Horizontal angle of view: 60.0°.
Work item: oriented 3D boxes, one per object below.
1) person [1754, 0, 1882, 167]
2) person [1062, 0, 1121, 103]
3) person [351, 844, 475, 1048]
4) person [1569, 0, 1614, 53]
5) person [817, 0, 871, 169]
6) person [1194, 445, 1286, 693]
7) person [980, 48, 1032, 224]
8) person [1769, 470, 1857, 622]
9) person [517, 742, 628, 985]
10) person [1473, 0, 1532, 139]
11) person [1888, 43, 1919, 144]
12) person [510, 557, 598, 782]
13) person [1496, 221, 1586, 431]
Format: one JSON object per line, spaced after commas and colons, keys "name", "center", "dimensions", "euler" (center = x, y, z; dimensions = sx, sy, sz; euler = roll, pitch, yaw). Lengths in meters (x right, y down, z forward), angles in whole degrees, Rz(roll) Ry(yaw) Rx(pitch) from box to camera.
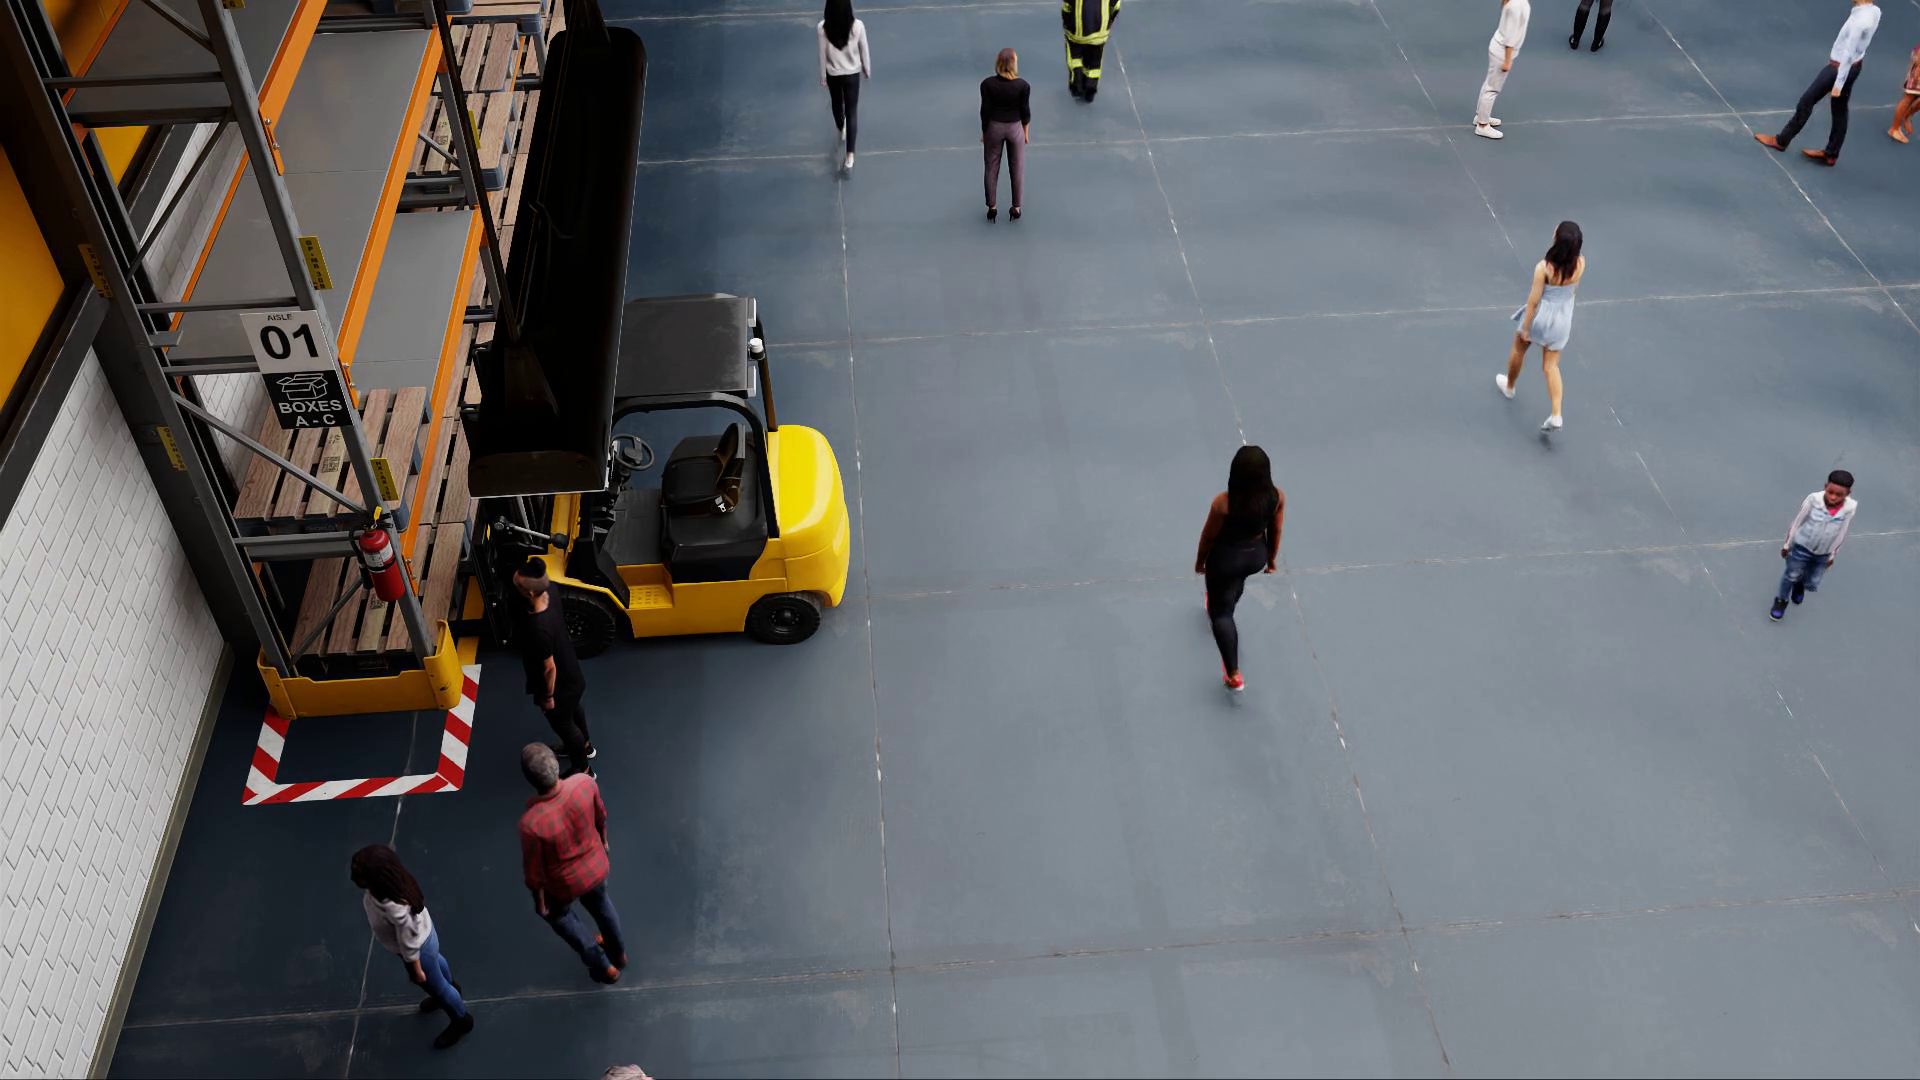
{"name": "person", "center": [8.189, -4.256, 15.313], "dimensions": [1.101, 1.764, 1.034], "euler": [31, 52, 29]}
{"name": "person", "center": [1.272, -5.121, 16.188], "dimensions": [0.735, 1.809, 0.757], "euler": [-3, 44, -3]}
{"name": "person", "center": [-2.865, 2.094, 8.745], "dimensions": [0.730, 1.629, 0.598], "euler": [-22, 48, -21]}
{"name": "person", "center": [6.604, -5.851, 17.044], "dimensions": [0.681, 1.687, 0.677], "euler": [14, 45, 14]}
{"name": "person", "center": [-1.075, -4.252, 15.384], "dimensions": [0.667, 1.660, 1.136], "euler": [-1, 44, -2]}
{"name": "person", "center": [1.787, 0.182, 10.642], "dimensions": [0.763, 1.781, 1.206], "euler": [-9, 44, -9]}
{"name": "person", "center": [0.393, -3.547, 14.636], "dimensions": [0.615, 1.672, 0.552], "euler": [1, 44, 1]}
{"name": "person", "center": [5.769, -0.004, 11.224], "dimensions": [0.625, 1.247, 0.702], "euler": [18, 46, 18]}
{"name": "person", "center": [-2.021, 1.815, 8.907], "dimensions": [0.958, 1.811, 0.896], "euler": [32, 52, 29]}
{"name": "person", "center": [5.172, -4.662, 15.794], "dimensions": [0.721, 1.688, 0.576], "euler": [9, 44, 9]}
{"name": "person", "center": [9.131, -4.584, 15.749], "dimensions": [0.750, 1.638, 0.735], "euler": [-17, 46, -17]}
{"name": "person", "center": [-2.438, 0.779, 9.955], "dimensions": [0.750, 1.865, 0.522], "euler": [-6, 44, -6]}
{"name": "person", "center": [4.480, -1.597, 12.568], "dimensions": [0.624, 1.701, 1.106], "euler": [-6, 44, -6]}
